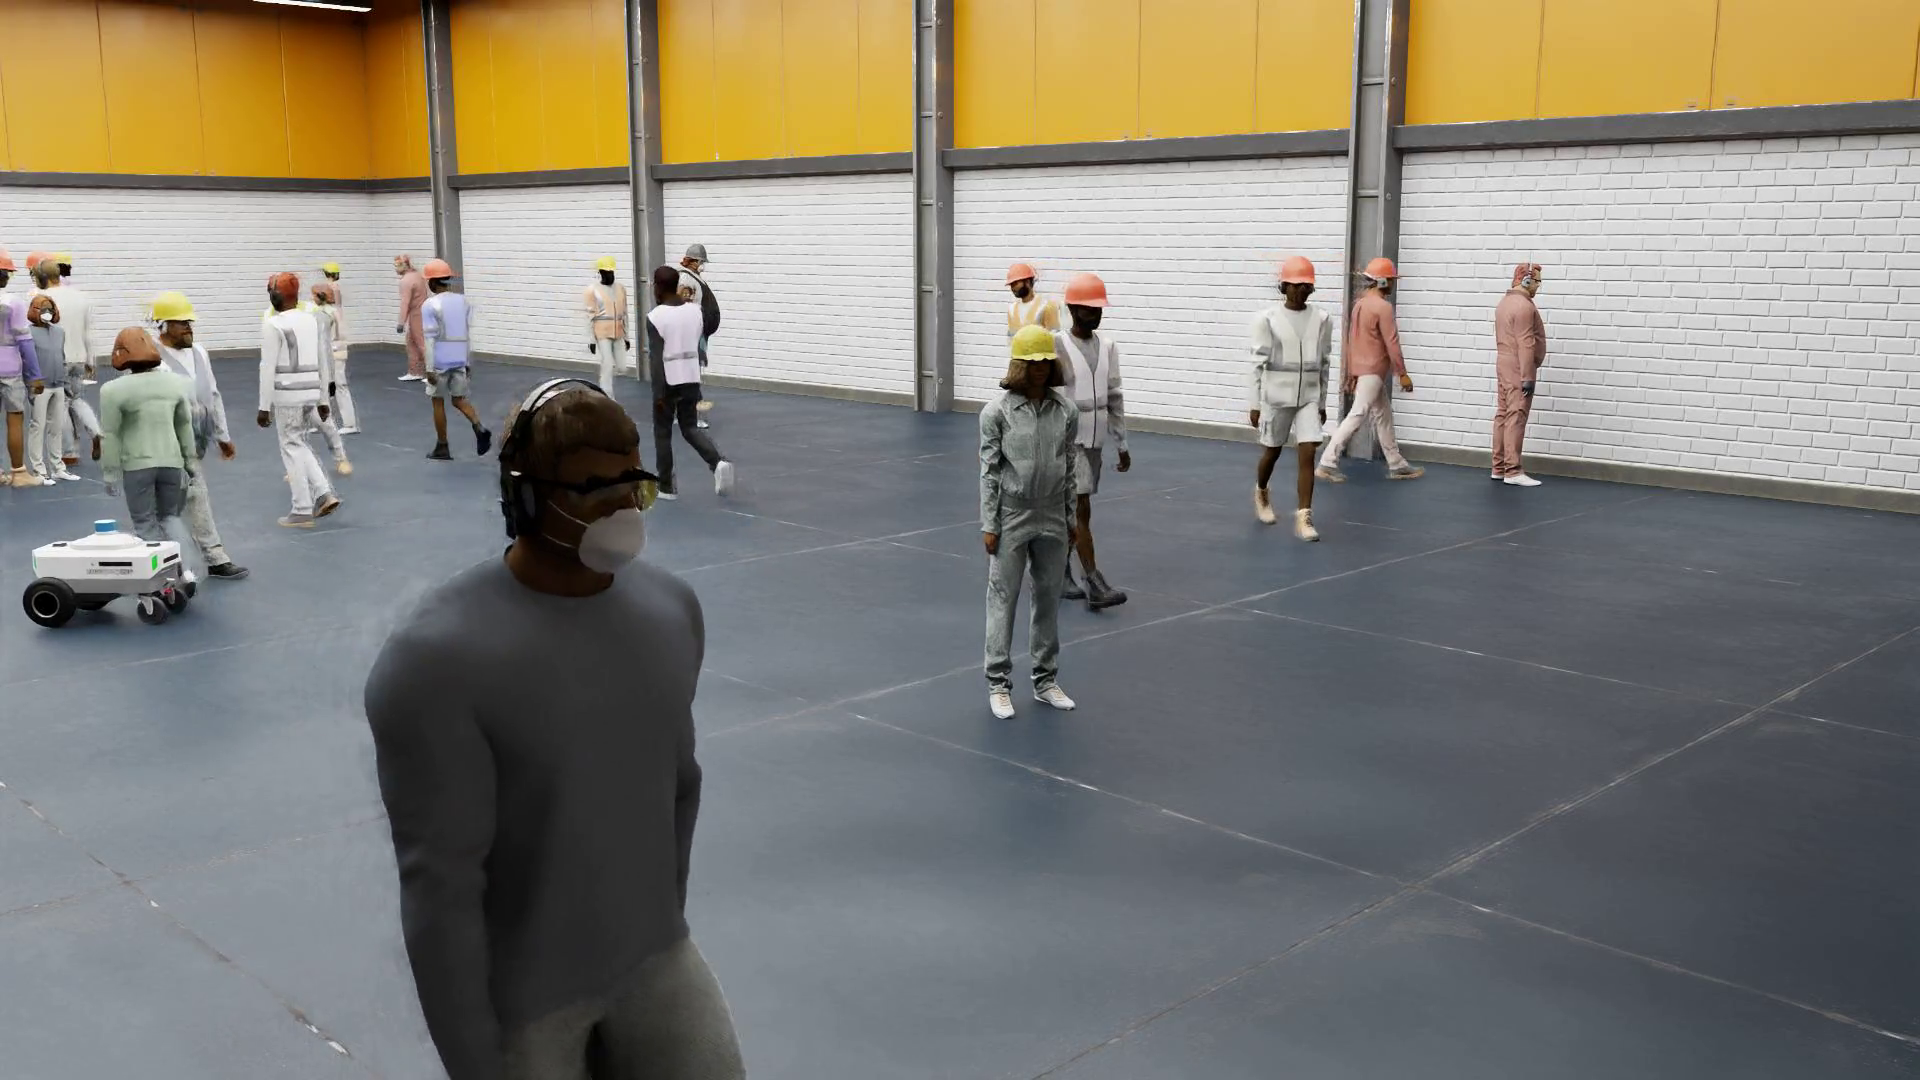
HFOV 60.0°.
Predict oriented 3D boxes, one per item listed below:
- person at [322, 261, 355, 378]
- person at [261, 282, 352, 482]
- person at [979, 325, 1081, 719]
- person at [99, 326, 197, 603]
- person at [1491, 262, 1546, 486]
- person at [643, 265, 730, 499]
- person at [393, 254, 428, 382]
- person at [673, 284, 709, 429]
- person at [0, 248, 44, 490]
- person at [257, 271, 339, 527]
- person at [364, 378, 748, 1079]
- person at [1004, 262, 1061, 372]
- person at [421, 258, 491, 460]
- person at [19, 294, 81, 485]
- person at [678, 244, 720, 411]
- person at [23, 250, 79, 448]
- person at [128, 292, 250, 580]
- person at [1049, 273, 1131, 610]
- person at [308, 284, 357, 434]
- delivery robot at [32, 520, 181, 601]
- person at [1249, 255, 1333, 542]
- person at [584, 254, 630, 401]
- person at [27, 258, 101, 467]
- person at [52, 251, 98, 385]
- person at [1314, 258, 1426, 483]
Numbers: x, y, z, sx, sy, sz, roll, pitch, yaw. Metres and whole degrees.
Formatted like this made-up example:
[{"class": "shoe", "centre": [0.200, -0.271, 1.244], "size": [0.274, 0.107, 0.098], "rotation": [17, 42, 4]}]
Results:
[{"class": "person", "centre": [-9.390, -3.260, 24.729], "size": [0.579, 1.754, 0.532], "rotation": [-9, 14, -42]}, {"class": "person", "centre": [-5.725, -1.416, 14.544], "size": [0.644, 1.804, 0.686], "rotation": [1, 10, 6]}, {"class": "person", "centre": [0.322, -0.081, 7.400], "size": [0.493, 1.743, 0.295], "rotation": [-5, 12, -26]}, {"class": "person", "centre": [-4.605, -0.400, 9.443], "size": [0.346, 1.619, 0.526], "rotation": [7, 13, 35]}, {"class": "person", "centre": [4.808, -1.421, 14.277], "size": [0.408, 1.903, 0.638], "rotation": [0, 10, 0]}, {"class": "person", "centre": [-2.235, -1.245, 13.327], "size": [0.759, 1.899, 0.600], "rotation": [8, 13, 37]}, {"class": "person", "centre": [-7.904, -3.193, 24.074], "size": [0.766, 1.850, 0.670], "rotation": [-1, 10, -4]}, {"class": "person", "centre": [-3.077, -2.060, 18.592], "size": [0.847, 1.595, 0.528], "rotation": [9, 14, 42]}, {"class": "person", "centre": [-8.037, -1.428, 13.950], "size": [0.636, 2.035, 0.413], "rotation": [2, 11, 10]}, {"class": "person", "centre": [-4.885, -1.013, 12.139], "size": [0.409, 1.874, 0.582], "rotation": [3, 11, 14]}, {"class": "person", "centre": [-0.518, 0.724, 2.536], "size": [0.780, 1.916, 0.642], "rotation": [9, 14, 41]}, {"class": "person", "centre": [0.649, -1.575, 15.156], "size": [0.916, 1.878, 0.572], "rotation": [-8, 13, -38]}, {"class": "person", "centre": [-4.806, -1.694, 15.726], "size": [0.656, 1.916, 0.560], "rotation": [7, 12, 34]}, {"class": "person", "centre": [-7.847, -1.294, 14.314], "size": [0.285, 1.632, 0.499], "rotation": [3, 11, 14]}, {"class": "person", "centre": [-3.195, -2.601, 20.327], "size": [0.535, 2.000, 0.673], "rotation": [0, 10, 0]}, {"class": "person", "centre": [-9.158, -1.896, 16.647], "size": [0.628, 1.973, 0.653], "rotation": [1, 10, 8]}, {"class": "person", "centre": [-4.891, -0.655, 10.408], "size": [0.921, 1.791, 0.601], "rotation": [3, 11, 15]}, {"class": "person", "centre": [0.776, -0.551, 9.508], "size": [0.570, 1.905, 0.875], "rotation": [-8, 13, -37]}, {"class": "person", "centre": [-6.793, -1.917, 17.768], "size": [0.638, 1.614, 0.512], "rotation": [-3, 11, -16]}, {"class": "delivery robot", "centre": [-4.725, 0.131, 9.231], "size": [0.707, 0.478, 0.477], "rotation": [0, 10, -1]}, {"class": "person", "centre": [2.350, -1.039, 11.935], "size": [0.623, 2.004, 1.021], "rotation": [-1, 10, -8]}, {"class": "person", "centre": [-4.217, -2.452, 19.870], "size": [0.487, 1.907, 0.602], "rotation": [9, 14, 41]}, {"class": "person", "centre": [-8.187, -1.606, 15.213], "size": [0.500, 1.924, 0.639], "rotation": [4, 11, 20]}, {"class": "person", "centre": [-12.790, -3.134, 23.614], "size": [0.744, 1.907, 0.591], "rotation": [-7, 13, -35]}, {"class": "person", "centre": [3.551, -1.460, 14.399], "size": [1.042, 1.949, 0.626], "rotation": [-1, 10, -6]}]
